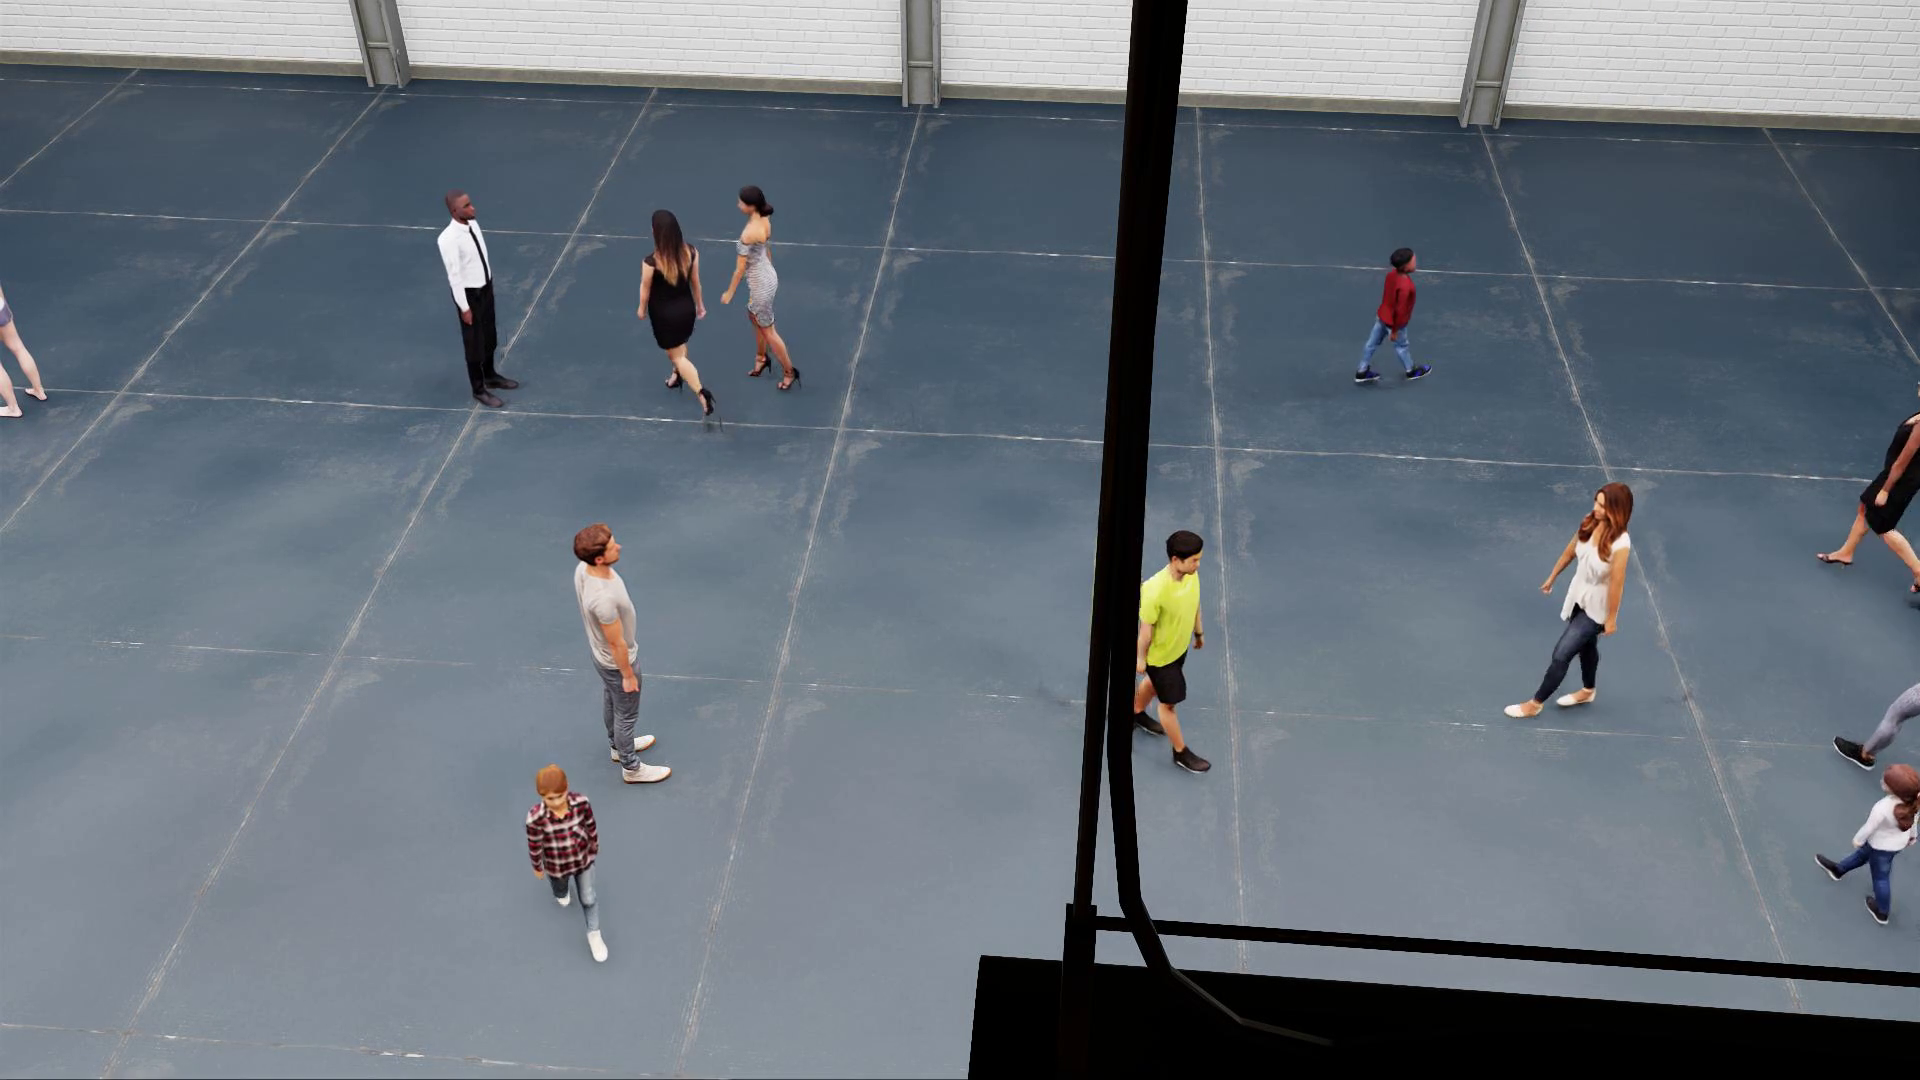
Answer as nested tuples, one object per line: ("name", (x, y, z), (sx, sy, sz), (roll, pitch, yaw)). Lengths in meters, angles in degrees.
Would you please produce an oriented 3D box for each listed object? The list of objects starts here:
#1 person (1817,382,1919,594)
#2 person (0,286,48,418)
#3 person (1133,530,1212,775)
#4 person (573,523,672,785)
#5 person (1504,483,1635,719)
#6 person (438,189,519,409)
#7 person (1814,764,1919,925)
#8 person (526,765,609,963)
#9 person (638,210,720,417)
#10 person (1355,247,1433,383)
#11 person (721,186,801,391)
("person", (6.451, -0.358, 11.287), (1.085, 1.722, 0.954), (29, 47, 31))
("person", (-7.645, -1.777, 13.027), (0.675, 1.767, 0.664), (18, 42, 21))
("person", (1.203, 0.603, 10.118), (1.059, 1.680, 0.935), (26, 46, 29))
("person", (-2.052, 0.667, 9.862), (0.737, 1.899, 0.735), (-16, 41, -19))
("person", (4.001, 0.385, 10.325), (0.966, 1.761, 0.764), (-7, 39, -8))
("person", (-3.857, -1.941, 13.178), (0.578, 1.836, 0.669), (8, 39, 10))
("person", (5.196, 1.686, 9.241), (0.745, 1.081, 0.763), (-14, 41, -17))
("person", (-2.162, 1.682, 9.081), (0.886, 1.289, 0.853), (-16, 41, -20))
("person", (-2.195, -1.729, 13.034), (1.144, 1.685, 1.033), (31, 48, 32))
("person", (3.442, -1.787, 13.475), (0.904, 1.225, 0.675), (-8, 39, -9))
("person", (-1.498, -1.972, 13.244), (0.784, 1.802, 0.624), (7, 39, 8))
